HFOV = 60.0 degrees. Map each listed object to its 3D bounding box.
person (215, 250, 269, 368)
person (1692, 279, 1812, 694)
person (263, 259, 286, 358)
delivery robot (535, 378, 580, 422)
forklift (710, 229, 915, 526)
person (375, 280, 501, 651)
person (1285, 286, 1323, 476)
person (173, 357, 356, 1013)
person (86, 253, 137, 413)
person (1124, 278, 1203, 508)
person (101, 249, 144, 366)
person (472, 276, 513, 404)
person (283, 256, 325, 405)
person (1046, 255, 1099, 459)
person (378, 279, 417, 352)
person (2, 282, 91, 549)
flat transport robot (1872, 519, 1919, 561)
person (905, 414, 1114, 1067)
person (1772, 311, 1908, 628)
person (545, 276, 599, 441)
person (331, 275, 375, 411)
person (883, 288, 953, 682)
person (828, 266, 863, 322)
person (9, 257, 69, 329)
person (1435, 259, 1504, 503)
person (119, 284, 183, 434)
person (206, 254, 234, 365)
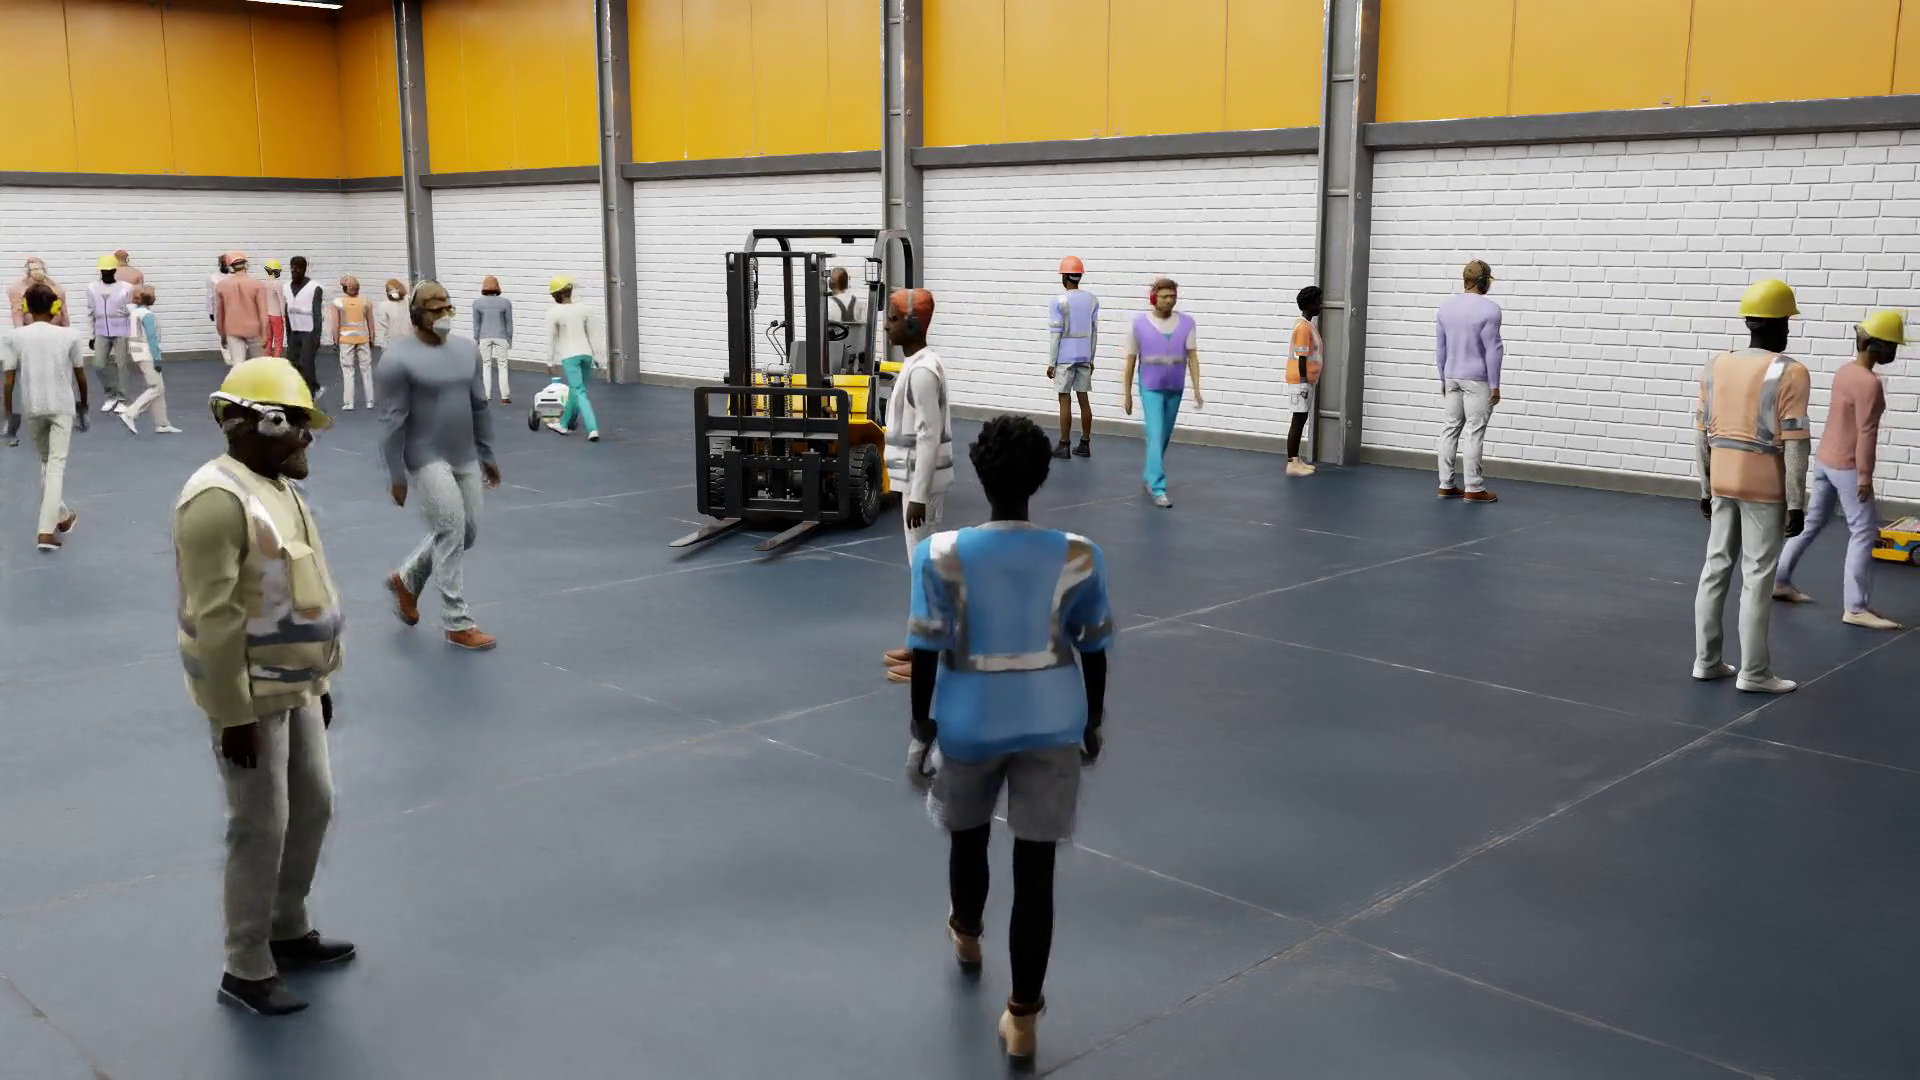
[{"bbox_3d":[-8.556,-2.471,19.865,0.636,1.941,0.799,-2,11,-11],"label":"person"},{"bbox_3d":[3.708,-0.246,7.788,0.364,1.930,0.588,-5,11,-25],"label":"person"},{"bbox_3d":[-10.654,-3.476,25.874,0.518,1.757,0.339,5,12,27],"label":"person"},{"bbox_3d":[-4.455,-1.551,18.399,0.477,0.478,0.707,0,10,1],"label":"delivery robot"},{"bbox_3d":[-1.050,-1.319,12.920,1.214,2.155,2.313,2,11,13],"label":"forklift"},{"bbox_3d":[-2.755,-0.401,8.691,0.813,1.913,0.635,5,12,27],"label":"person"},{"bbox_3d":[3.065,-1.413,14.814,0.321,1.690,0.529,4,11,19],"label":"person"},{"bbox_3d":[-1.911,0.423,4.603,0.404,1.802,0.632,0,10,0],"label":"person"},{"bbox_3d":[-10.171,-2.473,19.956,0.623,1.913,0.448,-1,10,-3],"label":"person"},{"bbox_3d":[1.604,-1.204,13.396,0.558,1.804,0.920,-3,11,-18],"label":"person"},{"bbox_3d":[-13.611,-3.777,27.134,0.645,1.903,0.401,-3,11,-18],"label":"person"},{"bbox_3d":[-5.903,-2.519,21.038,0.495,1.624,0.307,-2,11,-9],"label":"person"},{"bbox_3d":[-8.018,-2.528,20.350,0.602,1.890,0.450,4,11,22],"label":"person"},{"bbox_3d":[1.064,-1.746,15.944,0.545,1.939,0.354,-6,12,-31],"label":"person"},{"bbox_3d":[-6.966,-2.444,20.667,0.523,1.598,0.430,-8,13,-36],"label":"person"},{"bbox_3d":[-6.314,-0.867,11.528,0.490,1.806,1.024,-2,11,-10],"label":"person"},{"bbox_3d":[6.644,0.047,10.716,1.431,0.197,0.652,9,14,40],"label":"flat transport robot"},{"bbox_3d":[0.131,0.487,4.498,0.553,1.656,0.845,0,10,-1],"label":"person"},{"bbox_3d":[4.937,-0.406,9.269,0.498,1.717,0.736,1,10,7],"label":"person"},{"bbox_3d":[-4.045,-1.891,17.357,0.532,1.704,0.895,-10,14,-44],"label":"person"},{"bbox_3d":[-7.404,-2.391,20.324,0.523,1.654,0.339,-7,13,-35],"label":"person"},{"bbox_3d":[-0.201,-0.262,7.999,0.337,1.882,0.584,0,10,-3],"label":"person"},{"bbox_3d":[-1.157,-1.812,16.604,0.506,1.831,0.651,-7,13,-35],"label":"person"},{"bbox_3d":[-11.229,-2.516,20.371,0.648,1.851,1.013,-8,13,-37],"label":"person"},{"bbox_3d":[4.080,-1.264,13.313,0.367,1.939,0.634,-6,12,-31],"label":"person"},{"bbox_3d":[-8.681,-1.914,17.735,0.616,1.627,0.534,-8,13,-38],"label":"person"},{"bbox_3d":[-12.107,-3.807,27.497,0.634,1.830,0.585,-7,12,-33],"label":"person"}]
